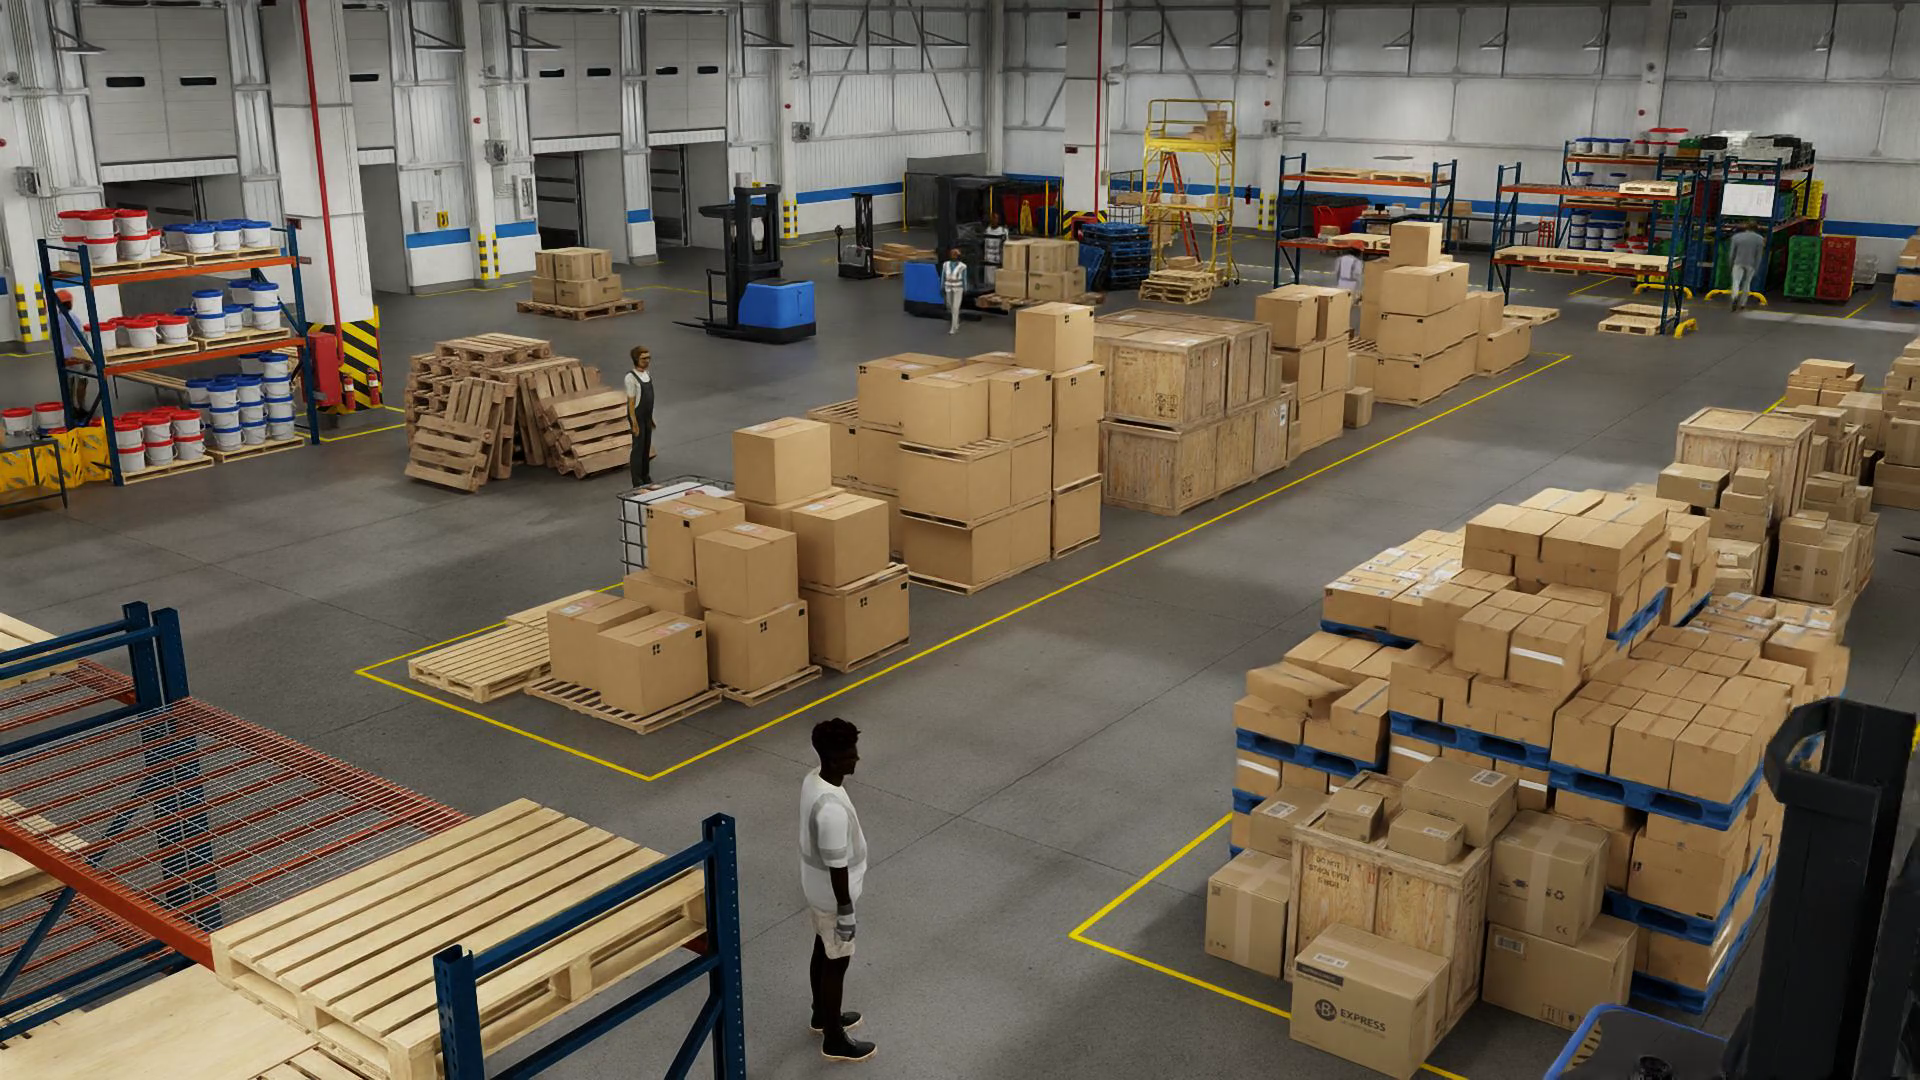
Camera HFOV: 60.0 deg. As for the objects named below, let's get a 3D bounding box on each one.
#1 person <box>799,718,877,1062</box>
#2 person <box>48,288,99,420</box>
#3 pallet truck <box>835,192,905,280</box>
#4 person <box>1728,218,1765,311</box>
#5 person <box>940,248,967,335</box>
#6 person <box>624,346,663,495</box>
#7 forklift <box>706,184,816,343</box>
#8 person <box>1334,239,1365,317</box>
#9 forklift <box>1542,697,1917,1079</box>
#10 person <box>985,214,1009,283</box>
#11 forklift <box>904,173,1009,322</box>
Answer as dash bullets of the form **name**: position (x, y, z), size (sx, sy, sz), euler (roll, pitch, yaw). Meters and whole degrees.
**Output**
- **person**: position (-0.682, 1.889, 9.073), size (0.361, 1.964, 0.613), euler (-5, 17, -16)
- **person**: position (-12.992, -2.710, 24.359), size (0.554, 1.934, 0.374), euler (6, 18, 19)
- **pallet truck**: position (-1.936, -7.159, 38.982), size (1.885, 1.965, 0.823), euler (-12, 21, -34)
- **person**: position (16.082, -5.631, 34.075), size (0.631, 1.913, 0.813), euler (7, 18, 23)
- **person**: position (-0.090, -4.757, 31.663), size (0.518, 1.616, 0.686), euler (8, 19, 25)
- **person**: position (-3.889, -1.462, 20.377), size (0.346, 1.846, 0.505), euler (4, 17, 14)
- **forklift**: position (-3.717, -5.181, 30.929), size (1.873, 2.768, 1.129), euler (12, 21, 35)
- **person**: position (7.179, -4.634, 30.808), size (0.524, 1.893, 0.599), euler (-12, 21, -36)
- **forklift**: position (3.445, 2.095, 6.838), size (1.873, 2.768, 1.129), euler (12, 21, 35)
- **person**: position (0.750, -6.013, 35.476), size (0.593, 1.830, 1.009), euler (1, 17, 5)
- **forklift**: position (-0.104, -5.897, 33.301), size (1.873, 2.768, 1.129), euler (11, 20, 32)
